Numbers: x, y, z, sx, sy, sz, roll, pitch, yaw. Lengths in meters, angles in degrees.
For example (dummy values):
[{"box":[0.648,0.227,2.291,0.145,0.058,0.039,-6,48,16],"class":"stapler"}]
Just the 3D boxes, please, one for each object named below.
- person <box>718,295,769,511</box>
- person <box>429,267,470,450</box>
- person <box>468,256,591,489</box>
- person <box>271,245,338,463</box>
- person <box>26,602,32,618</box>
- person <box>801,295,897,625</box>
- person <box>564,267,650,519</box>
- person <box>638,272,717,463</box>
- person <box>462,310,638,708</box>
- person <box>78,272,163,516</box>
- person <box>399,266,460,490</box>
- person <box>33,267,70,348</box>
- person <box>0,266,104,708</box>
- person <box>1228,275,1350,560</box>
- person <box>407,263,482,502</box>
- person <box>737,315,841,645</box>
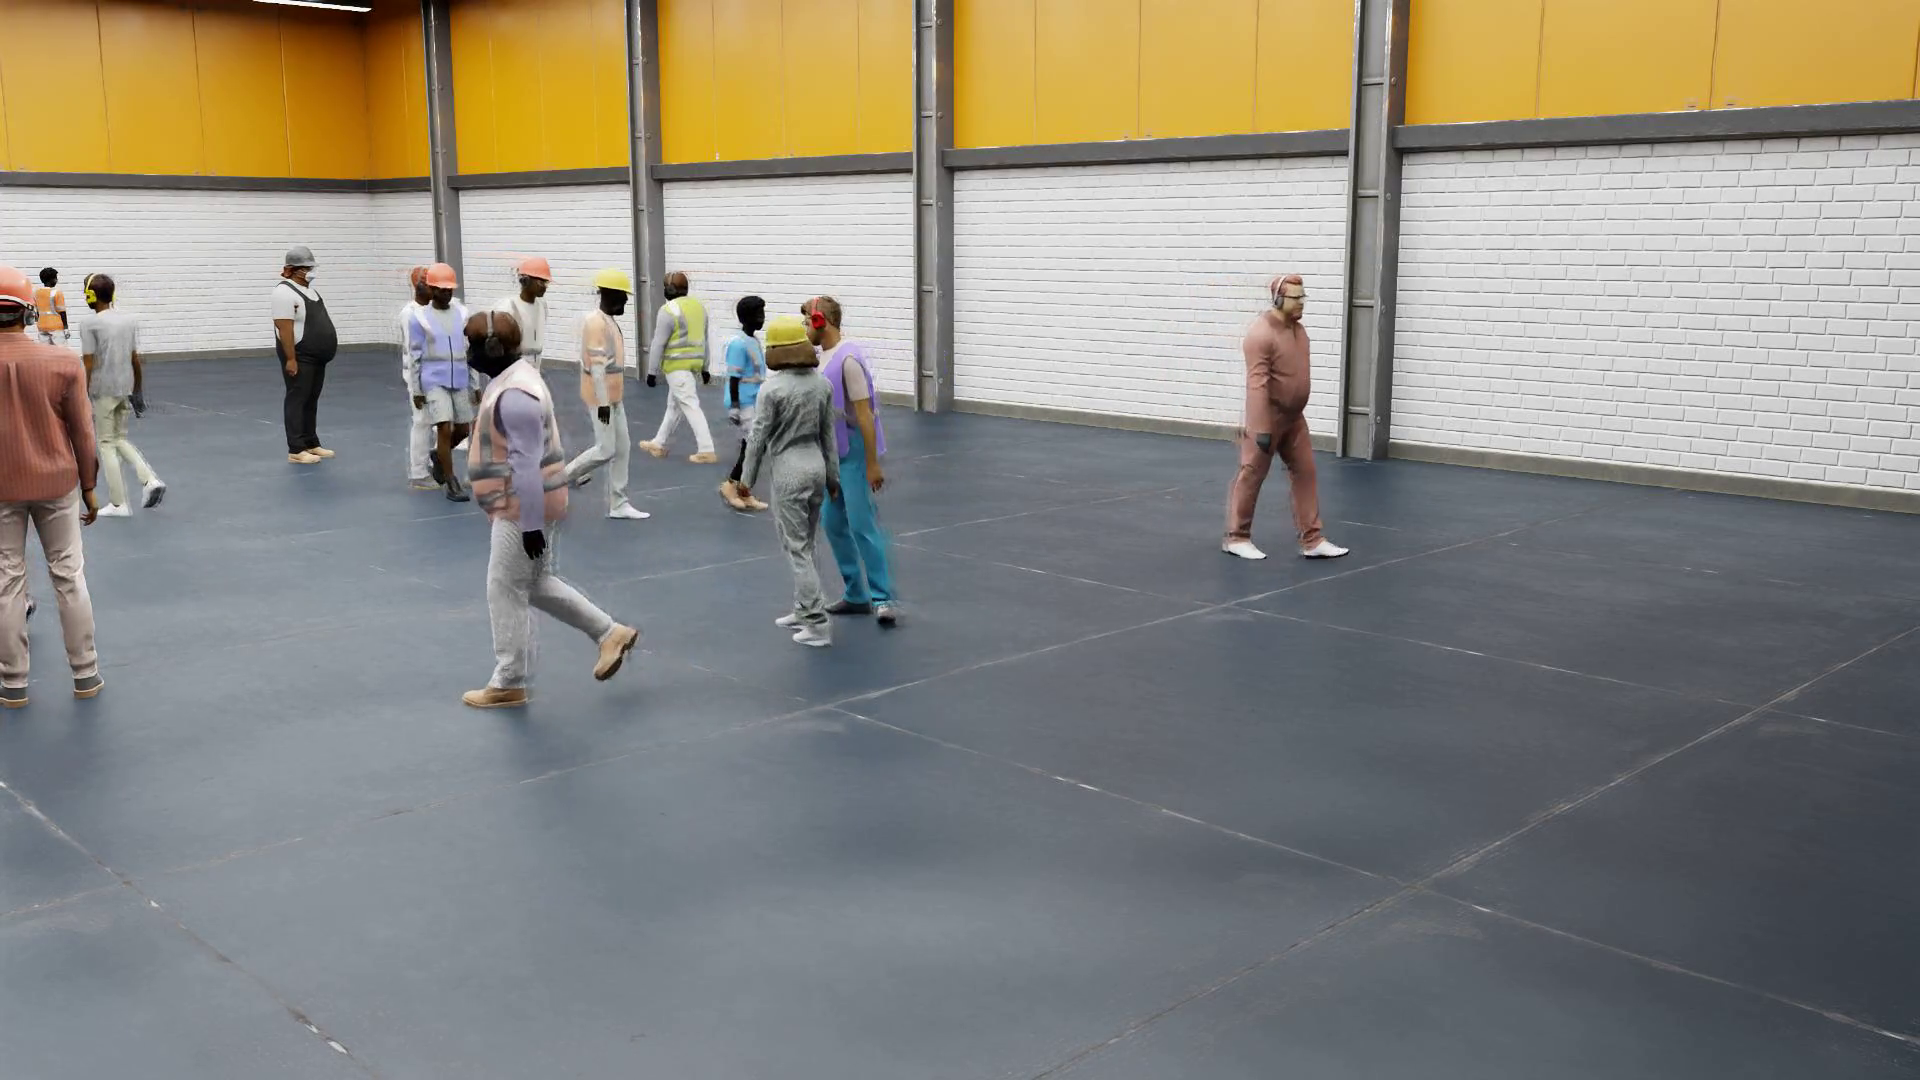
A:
[{"box":[-1.622,-1.037,12.772,0.364,1.677,0.532,1,10,4],"class":"person"},{"box":[-5.237,-1.819,16.701,0.921,1.811,0.536,9,14,40],"class":"person"},{"box":[-3.721,-1.383,13.947,1.141,1.965,0.672,5,12,26],"class":"person"},{"box":[-6.157,-1.756,15.717,0.535,2.000,0.684,0,10,1],"class":"person"},{"box":[-5.006,-0.309,8.317,0.655,1.868,0.955,1,10,5],"class":"person"},{"box":[-0.595,-0.435,9.177,0.403,1.798,0.772,-5,12,-27],"class":"person"},{"box":[-2.717,-1.079,12.417,0.676,1.897,0.607,1,10,3],"class":"person"},{"box":[-2.686,-1.624,15.688,0.977,1.787,0.654,5,12,26],"class":"person"},{"box":[-1.900,-0.146,7.581,0.727,1.811,0.672,-3,11,-14],"class":"person"},{"box":[-6.425,-1.084,12.575,0.435,1.858,0.514,3,11,14],"class":"person"},{"box":[-4.417,-1.338,13.900,0.514,1.868,0.617,1,10,8],"class":"person"},{"box":[-12.459,-2.887,22.840,0.531,1.692,0.320,3,11,16],"class":"person"},{"box":[-4.242,-0.235,7.552,0.608,1.995,0.377,-6,12,-31],"class":"person"},{"box":[2.144,-0.770,10.808,0.898,1.870,0.673,9,14,41],"class":"person"},{"box":[-4.207,-1.283,13.496,0.557,1.910,0.767,-9,14,-39],"class":"person"},{"box":[-0.866,-0.308,8.703,0.566,1.715,0.507,9,14,41],"class":"person"}]
